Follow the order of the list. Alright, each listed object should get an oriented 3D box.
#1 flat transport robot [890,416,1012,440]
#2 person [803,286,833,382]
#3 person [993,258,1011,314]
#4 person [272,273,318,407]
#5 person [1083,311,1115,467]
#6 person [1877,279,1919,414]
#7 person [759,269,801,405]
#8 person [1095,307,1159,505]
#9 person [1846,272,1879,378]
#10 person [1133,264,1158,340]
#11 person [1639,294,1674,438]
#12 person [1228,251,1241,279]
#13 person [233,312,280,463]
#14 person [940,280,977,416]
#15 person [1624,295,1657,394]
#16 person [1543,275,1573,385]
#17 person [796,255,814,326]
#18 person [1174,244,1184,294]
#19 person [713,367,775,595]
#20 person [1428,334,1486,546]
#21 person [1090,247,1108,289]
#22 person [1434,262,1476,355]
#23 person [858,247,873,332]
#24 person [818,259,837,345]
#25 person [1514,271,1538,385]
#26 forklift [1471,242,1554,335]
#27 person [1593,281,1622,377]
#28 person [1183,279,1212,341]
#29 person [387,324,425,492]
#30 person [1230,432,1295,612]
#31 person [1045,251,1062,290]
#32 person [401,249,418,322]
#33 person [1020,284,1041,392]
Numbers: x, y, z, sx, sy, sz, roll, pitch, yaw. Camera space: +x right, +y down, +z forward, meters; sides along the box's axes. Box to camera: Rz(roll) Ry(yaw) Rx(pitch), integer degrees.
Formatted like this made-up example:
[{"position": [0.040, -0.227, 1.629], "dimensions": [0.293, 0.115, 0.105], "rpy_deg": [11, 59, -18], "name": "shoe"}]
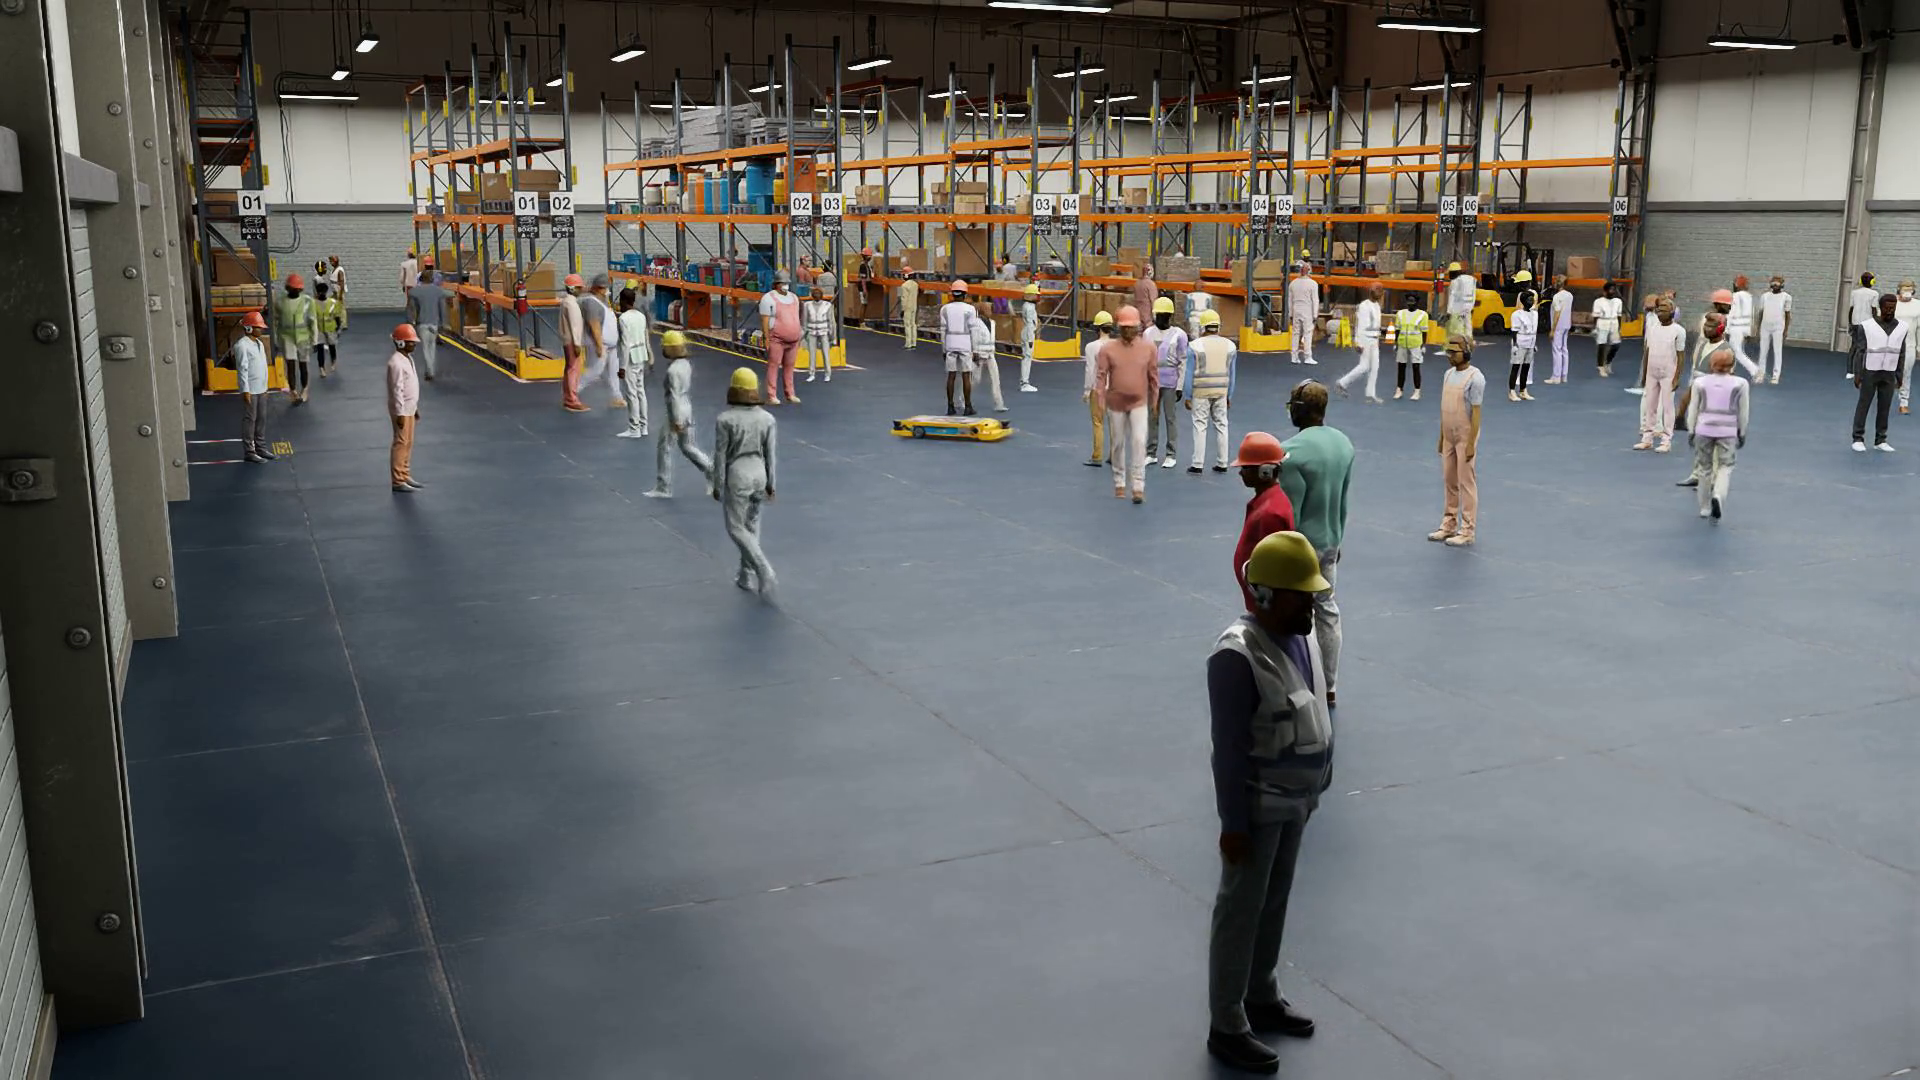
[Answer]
[{"position": [-0.114, -1.457, 21.445], "dimensions": [1.431, 0.197, 0.652], "rpy_deg": [4, 12, 21], "name": "flat transport robot"}, {"position": [-2.426, -3.520, 28.472], "dimensions": [0.521, 1.629, 0.316], "rpy_deg": [1, 11, 5], "name": "person"}, {"position": [1.035, -6.274, 42.222], "dimensions": [0.588, 1.716, 0.755], "rpy_deg": [-1, 11, -7], "name": "person"}, {"position": [-9.981, -3.005, 24.960], "dimensions": [0.654, 1.978, 1.079], "rpy_deg": [-4, 12, -22], "name": "person"}, {"position": [1.627, -1.716, 18.956], "dimensions": [0.525, 1.769, 0.309], "rpy_deg": [-7, 13, -32], "name": "person"}, {"position": [13.503, -2.772, 23.905], "dimensions": [0.627, 1.933, 0.366], "rpy_deg": [4, 12, 21], "name": "person"}, {"position": [-2.653, -3.065, 25.107], "dimensions": [0.688, 2.000, 0.536], "rpy_deg": [-10, 15, -43], "name": "person"}, {"position": [1.665, -1.328, 16.511], "dimensions": [0.628, 1.943, 1.005], "rpy_deg": [1, 11, 3], "name": "person"}, {"position": [15.686, -3.718, 28.896], "dimensions": [0.335, 1.860, 0.508], "rpy_deg": [-7, 13, -31], "name": "person"}, {"position": [3.577, -4.298, 31.716], "dimensions": [0.409, 1.909, 0.643], "rpy_deg": [-6, 13, -29], "name": "person"}, {"position": [8.979, -2.229, 21.357], "dimensions": [0.346, 1.847, 0.505], "rpy_deg": [-2, 11, -11], "name": "person"}, {"position": [8.315, -7.847, 50.119], "dimensions": [0.533, 1.765, 0.329], "rpy_deg": [10, 15, 42], "name": "person"}, {"position": [-8.165, -1.772, 19.294], "dimensions": [0.351, 1.743, 0.563], "rpy_deg": [1, 11, 3], "name": "person"}, {"position": [-0.006, -2.735, 23.705], "dimensions": [0.543, 1.934, 0.362], "rpy_deg": [4, 12, 18], "name": "person"}, {"position": [10.936, -3.060, 26.215], "dimensions": [0.667, 1.584, 0.579], "rpy_deg": [-1, 11, -5], "name": "person"}, {"position": [10.104, -3.542, 28.031], "dimensions": [0.516, 1.843, 0.326], "rpy_deg": [-10, 15, -41], "name": "person"}, {"position": [-3.589, -5.649, 38.580], "dimensions": [0.407, 1.910, 0.638], "rpy_deg": [0, 11, -2], "name": "person"}, {"position": [6.888, -8.273, 51.918], "dimensions": [0.403, 1.906, 0.652], "rpy_deg": [-2, 11, -8], "name": "person"}, {"position": [-1.582, -0.437, 12.546], "dimensions": [0.489, 1.724, 0.688], "rpy_deg": [-8, 14, -36], "name": "person"}, {"position": [4.341, -0.871, 14.473], "dimensions": [0.345, 1.840, 0.502], "rpy_deg": [-4, 12, -19], "name": "person"}, {"position": [4.072, -7.595, 48.527], "dimensions": [0.584, 1.882, 0.339], "rpy_deg": [0, 11, 1], "name": "person"}, {"position": [10.017, -4.643, 33.496], "dimensions": [0.754, 1.904, 0.601], "rpy_deg": [5, 12, 24], "name": "person"}, {"position": [-2.288, -6.103, 40.554], "dimensions": [0.395, 2.039, 0.608], "rpy_deg": [0, 11, 2], "name": "person"}, {"position": [-2.913, -5.201, 36.399], "dimensions": [0.531, 1.871, 0.322], "rpy_deg": [-9, 14, -38], "name": "person"}, {"position": [9.493, -3.571, 28.017], "dimensions": [0.408, 1.915, 0.590], "rpy_deg": [-1, 11, -5], "name": "person"}, {"position": [13.047, -6.049, 39.881], "dimensions": [2.313, 2.155, 1.214], "rpy_deg": [-5, 12, -23], "name": "forklift"}, {"position": [11.427, -3.722, 29.334], "dimensions": [0.572, 1.696, 0.385], "rpy_deg": [-1, 11, -5], "name": "person"}, {"position": [4.521, -4.169, 31.827], "dimensions": [0.518, 1.609, 0.774], "rpy_deg": [-2, 11, -9], "name": "person"}, {"position": [-5.732, -1.365, 17.237], "dimensions": [0.372, 1.742, 0.562], "rpy_deg": [-1, 11, -6], "name": "person"}, {"position": [1.581, 0.298, 8.777], "dimensions": [0.353, 1.743, 0.571], "rpy_deg": [2, 11, 8], "name": "person"}, {"position": [2.768, -7.690, 49.314], "dimensions": [0.533, 1.767, 0.326], "rpy_deg": [3, 12, 16], "name": "person"}, {"position": [-14.513, -6.760, 44.179], "dimensions": [0.623, 1.925, 1.109], "rpy_deg": [-2, 11, -12], "name": "person"}, {"position": [1.136, -3.273, 26.949], "dimensions": [0.331, 1.734, 0.480], "rpy_deg": [-1, 11, -3], "name": "person"}]
